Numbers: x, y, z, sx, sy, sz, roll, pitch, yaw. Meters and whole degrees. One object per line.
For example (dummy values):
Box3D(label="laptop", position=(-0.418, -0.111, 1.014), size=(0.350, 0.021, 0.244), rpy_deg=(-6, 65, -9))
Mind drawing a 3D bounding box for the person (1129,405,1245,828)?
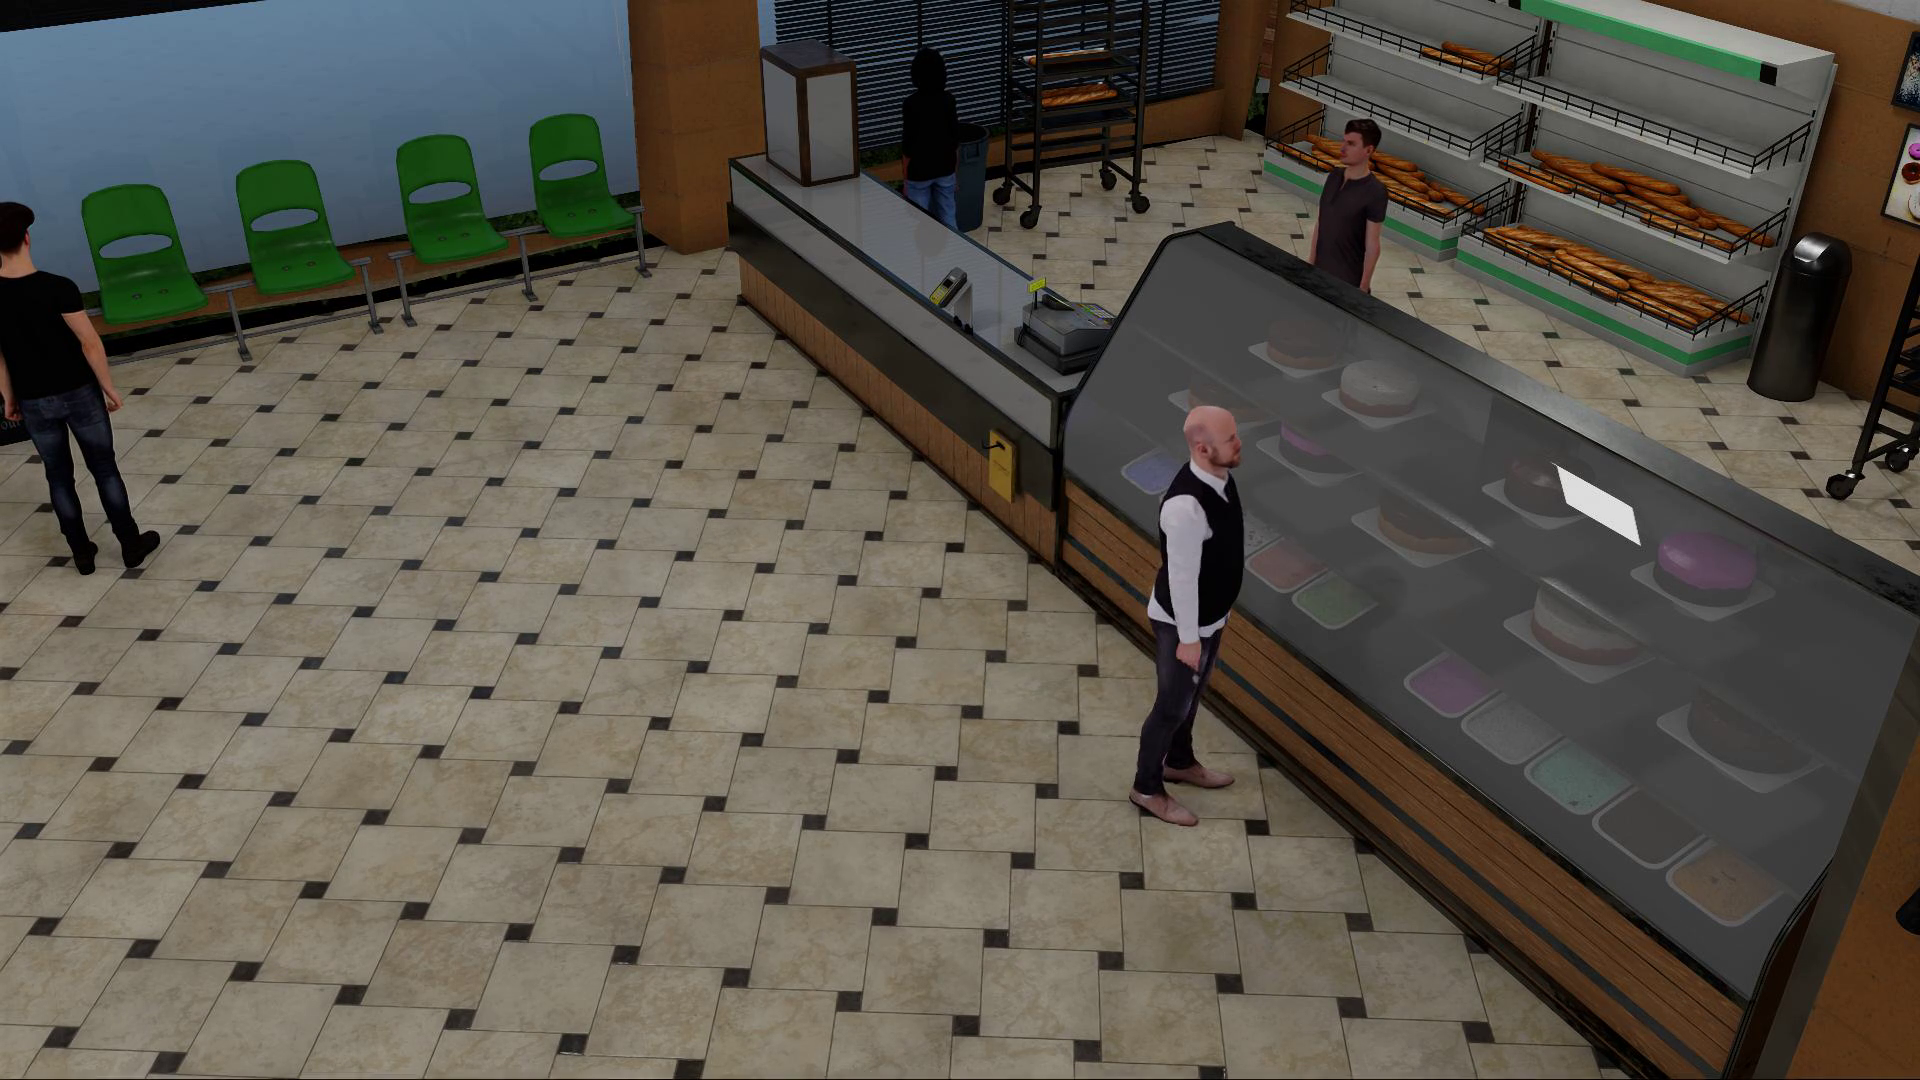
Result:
Box3D(label="person", position=(0.896, 0.291, 6.551), size=(0.863, 1.825, 0.789), rpy_deg=(11, 33, 16))

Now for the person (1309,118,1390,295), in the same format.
Box3D(label="person", position=(2.144, -1.457, 9.333), size=(0.524, 1.853, 0.631), rpy_deg=(-17, 36, -25))

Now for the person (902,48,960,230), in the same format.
Box3D(label="person", position=(-0.196, -2.394, 10.982), size=(0.531, 1.701, 0.672), rpy_deg=(-11, 34, -17))

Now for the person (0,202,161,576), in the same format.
Box3D(label="person", position=(-4.393, -0.708, 8.090), size=(0.594, 1.895, 0.798), rpy_deg=(-8, 33, -12))
